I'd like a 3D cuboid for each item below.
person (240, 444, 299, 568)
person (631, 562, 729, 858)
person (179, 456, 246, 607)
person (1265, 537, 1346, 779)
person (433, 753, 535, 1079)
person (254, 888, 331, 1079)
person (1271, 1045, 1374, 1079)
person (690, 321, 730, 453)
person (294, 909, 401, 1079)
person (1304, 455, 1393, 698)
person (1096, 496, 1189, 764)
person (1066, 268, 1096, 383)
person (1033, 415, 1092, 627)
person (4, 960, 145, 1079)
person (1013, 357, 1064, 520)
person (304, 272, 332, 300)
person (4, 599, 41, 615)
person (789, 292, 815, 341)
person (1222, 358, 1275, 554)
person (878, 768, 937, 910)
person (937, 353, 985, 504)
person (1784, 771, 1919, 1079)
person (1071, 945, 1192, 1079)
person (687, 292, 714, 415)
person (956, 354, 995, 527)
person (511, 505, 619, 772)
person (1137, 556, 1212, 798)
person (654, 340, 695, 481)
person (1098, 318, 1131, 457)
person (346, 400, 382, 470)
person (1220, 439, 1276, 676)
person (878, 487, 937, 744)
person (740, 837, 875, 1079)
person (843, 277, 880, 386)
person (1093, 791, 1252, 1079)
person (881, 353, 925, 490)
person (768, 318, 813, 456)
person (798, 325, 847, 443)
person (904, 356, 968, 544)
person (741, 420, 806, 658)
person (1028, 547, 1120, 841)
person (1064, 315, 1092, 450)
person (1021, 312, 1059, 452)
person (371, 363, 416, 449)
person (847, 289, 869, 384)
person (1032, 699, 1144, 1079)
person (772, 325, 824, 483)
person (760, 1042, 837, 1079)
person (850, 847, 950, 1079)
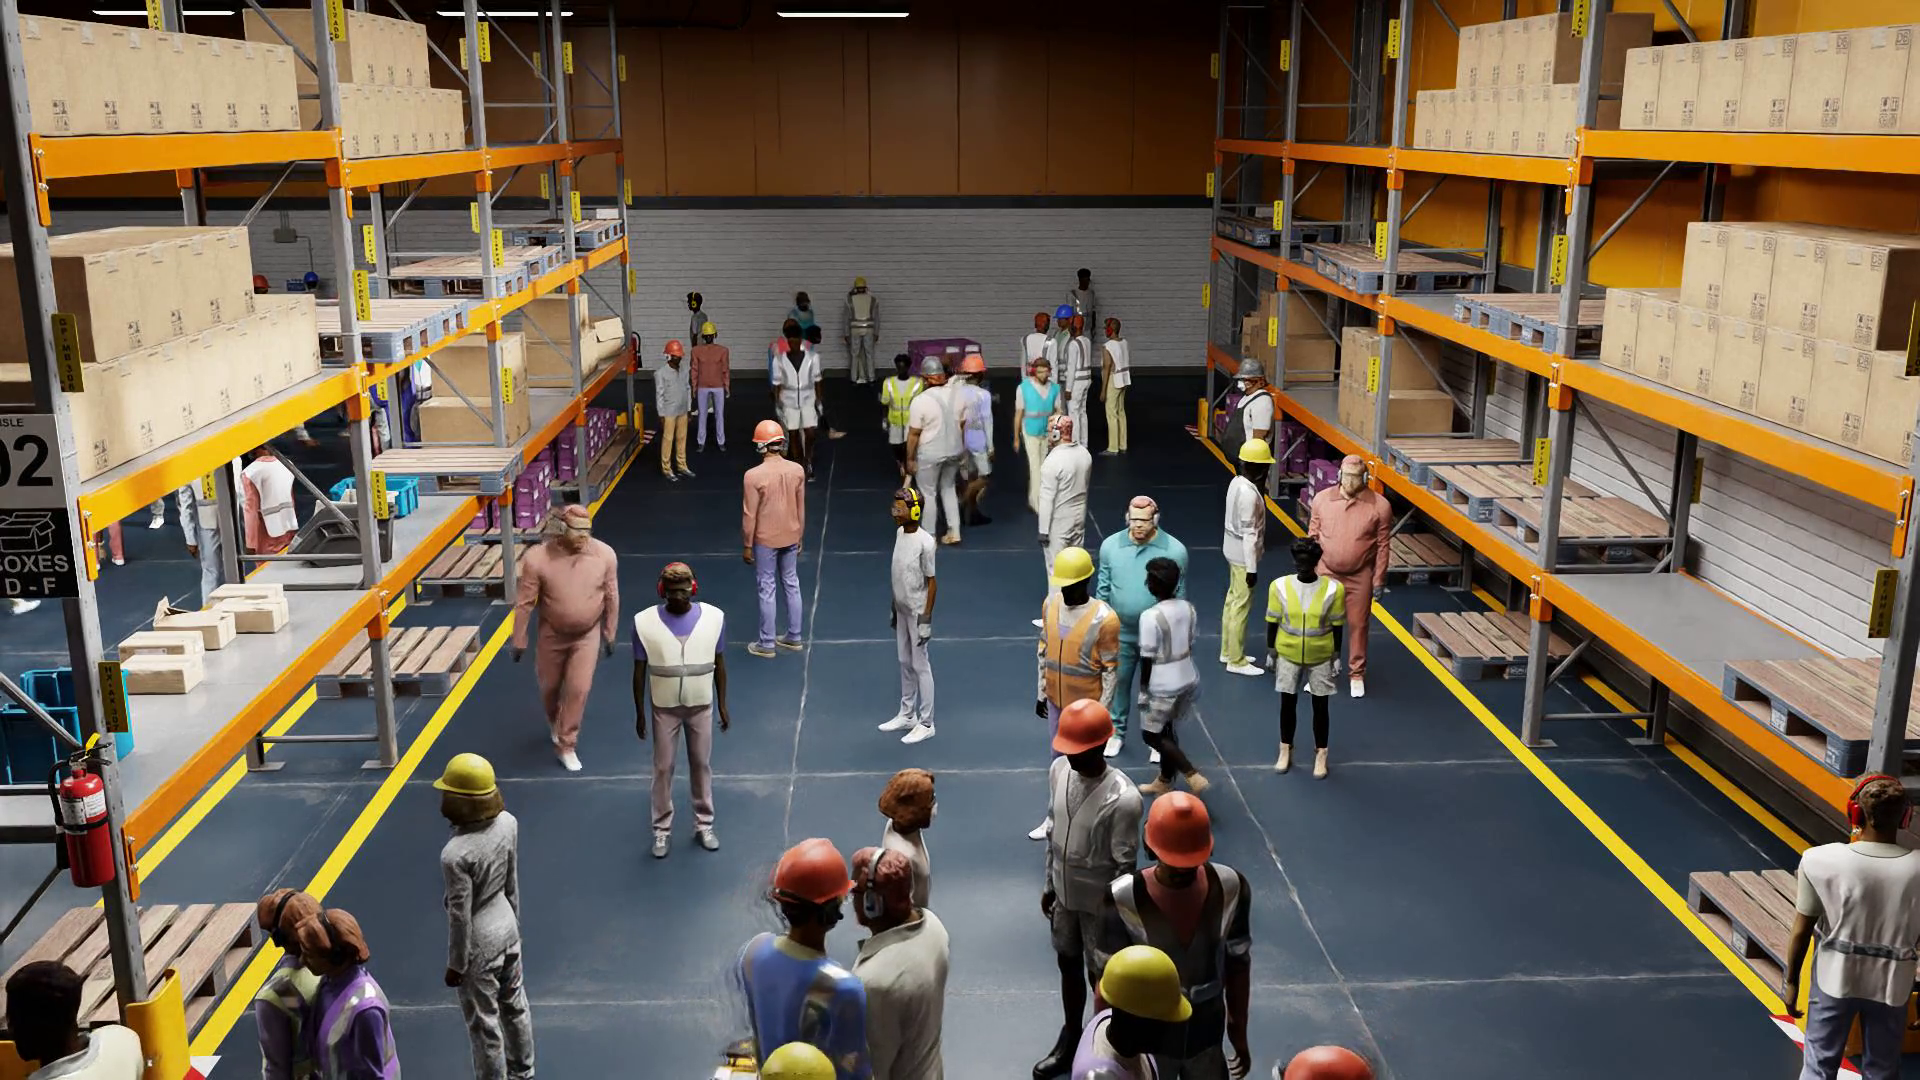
[{"bbox_3d":[-5.860,-0.048,14.180,0.405,1.909,0.597,3,15,13],"label":"person"},{"bbox_3d":[-1.698,1.015,10.131,0.571,1.840,0.373,-5,15,-18],"label":"person"},{"bbox_3d":[-6.411,-0.089,14.345,0.408,1.907,0.598,9,17,32],"label":"person"},{"bbox_3d":[2.342,0.788,11.336,0.540,1.685,0.324,4,15,17],"label":"person"},{"bbox_3d":[-2.126,1.767,7.370,0.294,1.745,0.492,4,15,17],"label":"person"},{"bbox_3d":[-2.457,2.089,6.319,0.306,1.640,0.522,3,15,12],"label":"person"},{"bbox_3d":[0.906,2.366,4.661,0.699,1.952,0.523,-4,15,-16],"label":"person"},{"bbox_3d":[-3.342,-2.046,22.299,0.524,1.769,0.314,-2,14,-8],"label":"person"},{"bbox_3d":[-2.247,2.125,6.196,0.324,1.631,0.523,-12,18,-39],"label":"person"},{"bbox_3d":[2.986,0.276,12.898,0.641,1.912,0.410,5,15,20],"label":"person"},{"bbox_3d":[1.254,0.618,11.585,0.647,1.899,0.400,5,15,19],"label":"person"},{"bbox_3d":[2.047,-3.599,28.025,0.598,1.958,0.375,-9,17,-30],"label":"person"},{"bbox_3d":[0.884,-0.163,14.648,0.400,1.900,0.647,11,18,37],"label":"person"},{"bbox_3d":[-2.749,2.215,5.282,0.388,1.914,0.598,0,14,1],"label":"person"},{"bbox_3d":[0.932,-1.137,18.641,0.589,1.810,0.764,-10,17,-33],"label":"person"},{"bbox_3d":[-10.653,-3.464,27.546,0.419,1.933,0.613,9,17,32],"label":"person"},{"bbox_3d":[-8.761,-0.055,14.823,0.509,1.587,0.772,9,17,30],"label":"person"},{"bbox_3d":[-2.442,-2.957,25.797,0.529,1.796,0.809,-12,18,-38],"label":"person"},{"bbox_3d":[2.967,-0.879,17.170,0.536,2.000,0.683,-1,14,-2],"label":"person"},{"bbox_3d":[-0.243,1.794,7.513,0.288,1.626,0.496,0,14,0],"label":"person"},{"bbox_3d":[-0.103,-1.262,19.172,0.892,1.811,0.619,-12,19,-39],"label":"person"},{"bbox_3d":[3.704,1.854,6.856,0.560,1.836,0.394,5,15,18],"label":"person"},{"bbox_3d":[0.528,2.185,5.402,0.399,1.912,0.591,2,14,8],"label":"person"},{"bbox_3d":[-3.937,-2.805,25.106,0.326,1.861,0.499,2,14,9],"label":"person"},{"bbox_3d":[0.110,-1.055,18.093,0.629,1.925,0.558,-13,19,-42],"label":"person"},{"bbox_3d":[-2.764,0.629,11.627,0.739,1.864,0.743,-6,16,-23],"label":"person"},{"bbox_3d":[1.395,0.942,10.740,0.518,1.673,0.556,11,18,37],"label":"person"},{"bbox_3d":[-3.526,-1.615,20.656,0.351,1.743,0.570,10,17,34],"label":"person"},{"bbox_3d":[2.063,-2.025,22.086,0.386,1.838,0.566,10,17,33],"label":"person"},{"bbox_3d":[-7.568,-1.870,21.175,0.616,1.986,0.407,3,15,13],"label":"person"},{"bbox_3d":[2.326,0.127,13.445,0.384,1.924,0.594,0,14,-1],"label":"person"},{"bbox_3d":[-0.363,0.532,11.970,0.329,1.872,0.510,-9,17,-31],"label":"person"},{"bbox_3d":[-0.527,2.020,5.803,0.601,2.029,0.637,-12,19,-40],"label":"person"},{"bbox_3d":[-1.653,-3.498,27.908,0.608,1.820,0.411,-2,14,-9],"label":"person"},{"bbox_3d":[0.816,1.892,6.325,0.614,2.030,0.409,-3,15,-11],"label":"person"},{"bbox_3d":[-0.671,-1.468,20.208,0.535,1.671,0.624,2,14,6],"label":"person"},{"bbox_3d":[-2.216,-2.022,22.066,0.621,1.838,0.429,1,14,2],"label":"person"},{"bbox_3d":[-1.984,-2.148,22.913,0.824,1.637,0.561,-6,15,-21],"label":"person"},{"bbox_3d":[-0.280,-0.916,17.316,0.713,2.000,0.535,-10,18,-36],"label":"person"},{"bbox_3d":[-1.560,-0.015,13.895,0.614,1.987,0.408,-13,20,-42],"label":"person"},{"bbox_3d":[0.694,0.966,10.166,0.585,1.922,0.372,13,19,40],"label":"person"},{"bbox_3d":[1.554,-2.051,22.106,0.369,1.879,0.584,7,16,25],"label":"person"},{"bbox_3d":[1.070,-2.117,22.351,0.579,1.882,0.340,10,17,34],"label":"person"},{"bbox_3d":[-6.999,-1.747,20.579,0.535,2.000,0.683,-3,15,-13],"label":"person"},{"bbox_3d":[-1.738,-3.428,28.043,0.310,1.610,0.578,3,15,13],"label":"person"},{"bbox_3d":[0.567,1.626,7.572,0.391,1.925,0.551,-11,18,-38],"label":"person"},{"bbox_3d":[-1.992,-1.667,20.467,0.630,1.933,0.799,-2,14,-7],"label":"person"},{"bbox_3d":[-0.414,2.338,4.882,0.585,1.873,1.015,-11,18,-37],"label":"person"},{"bbox_3d":[-0.263,2.020,6.086,0.399,1.893,0.656,4,15,16],"label":"person"}]
